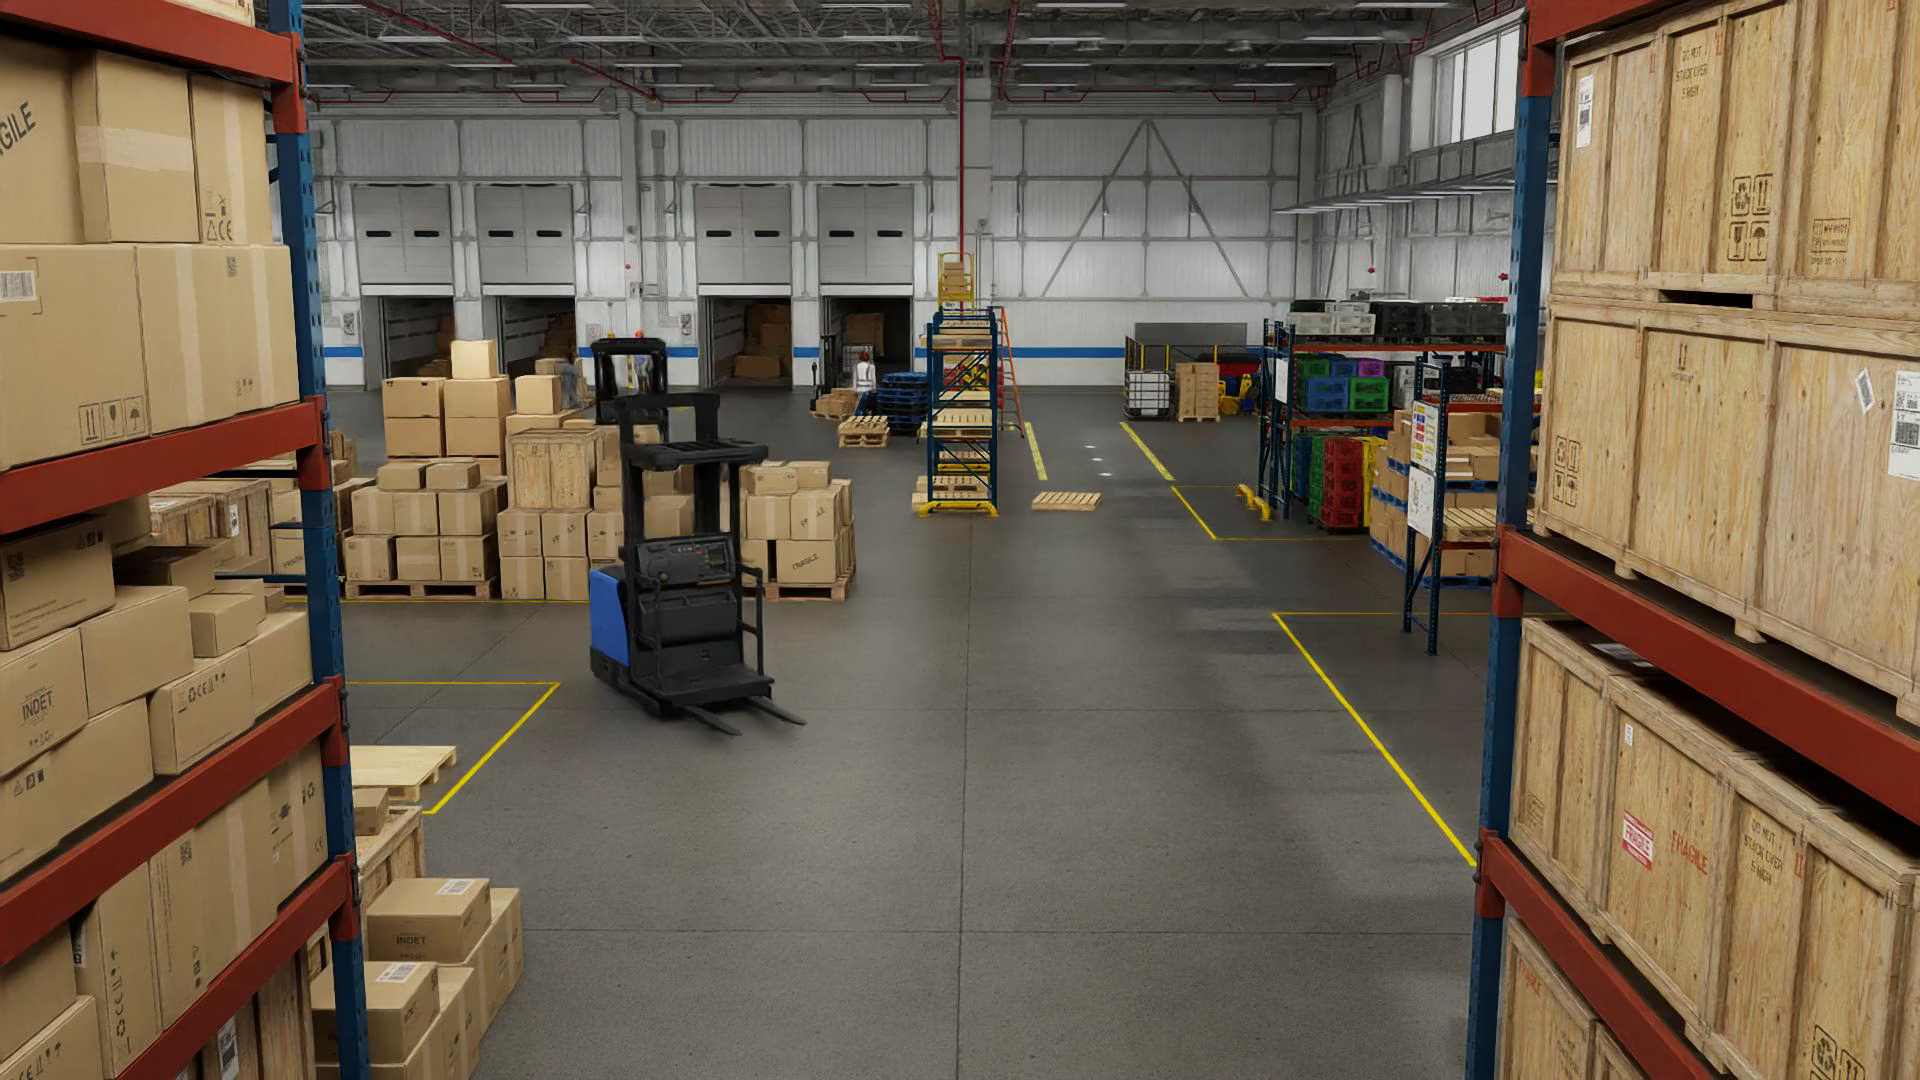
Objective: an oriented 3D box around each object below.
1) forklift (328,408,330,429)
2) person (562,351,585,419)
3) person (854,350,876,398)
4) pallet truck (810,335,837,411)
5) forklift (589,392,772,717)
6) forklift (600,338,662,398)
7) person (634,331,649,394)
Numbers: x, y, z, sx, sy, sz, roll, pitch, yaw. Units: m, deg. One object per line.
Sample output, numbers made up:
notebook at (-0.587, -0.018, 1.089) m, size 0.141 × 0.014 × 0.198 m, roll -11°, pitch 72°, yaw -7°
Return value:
forklift at (-13.015, -2.830, 32.031) m, size 1.129 × 2.768 × 1.873 m, roll 0°, pitch 10°, yaw 1°
person at (-8.692, -3.329, 37.715) m, size 0.896 × 1.900 × 0.666 m, roll 1°, pitch 10°, yaw 5°
person at (-2.261, -3.501, 38.837) m, size 0.575 × 1.863 × 0.774 m, roll 6°, pitch 12°, yaw 32°
pallet truck at (-3.021, -4.312, 43.126) m, size 1.885 × 1.965 × 0.823 m, roll 3°, pitch 10°, yaw 17°
forklift at (-2.706, 0.026, 15.554) m, size 1.129 × 2.768 × 1.873 m, roll -6°, pitch 12°, yaw -32°
forklift at (-5.031, -1.723, 25.645) m, size 1.129 × 2.768 × 1.873 m, roll -2°, pitch 10°, yaw -9°
person at (-9.020, -4.945, 46.981) m, size 0.544 × 1.929 × 0.388 m, roll 8°, pitch 13°, yaw 38°
